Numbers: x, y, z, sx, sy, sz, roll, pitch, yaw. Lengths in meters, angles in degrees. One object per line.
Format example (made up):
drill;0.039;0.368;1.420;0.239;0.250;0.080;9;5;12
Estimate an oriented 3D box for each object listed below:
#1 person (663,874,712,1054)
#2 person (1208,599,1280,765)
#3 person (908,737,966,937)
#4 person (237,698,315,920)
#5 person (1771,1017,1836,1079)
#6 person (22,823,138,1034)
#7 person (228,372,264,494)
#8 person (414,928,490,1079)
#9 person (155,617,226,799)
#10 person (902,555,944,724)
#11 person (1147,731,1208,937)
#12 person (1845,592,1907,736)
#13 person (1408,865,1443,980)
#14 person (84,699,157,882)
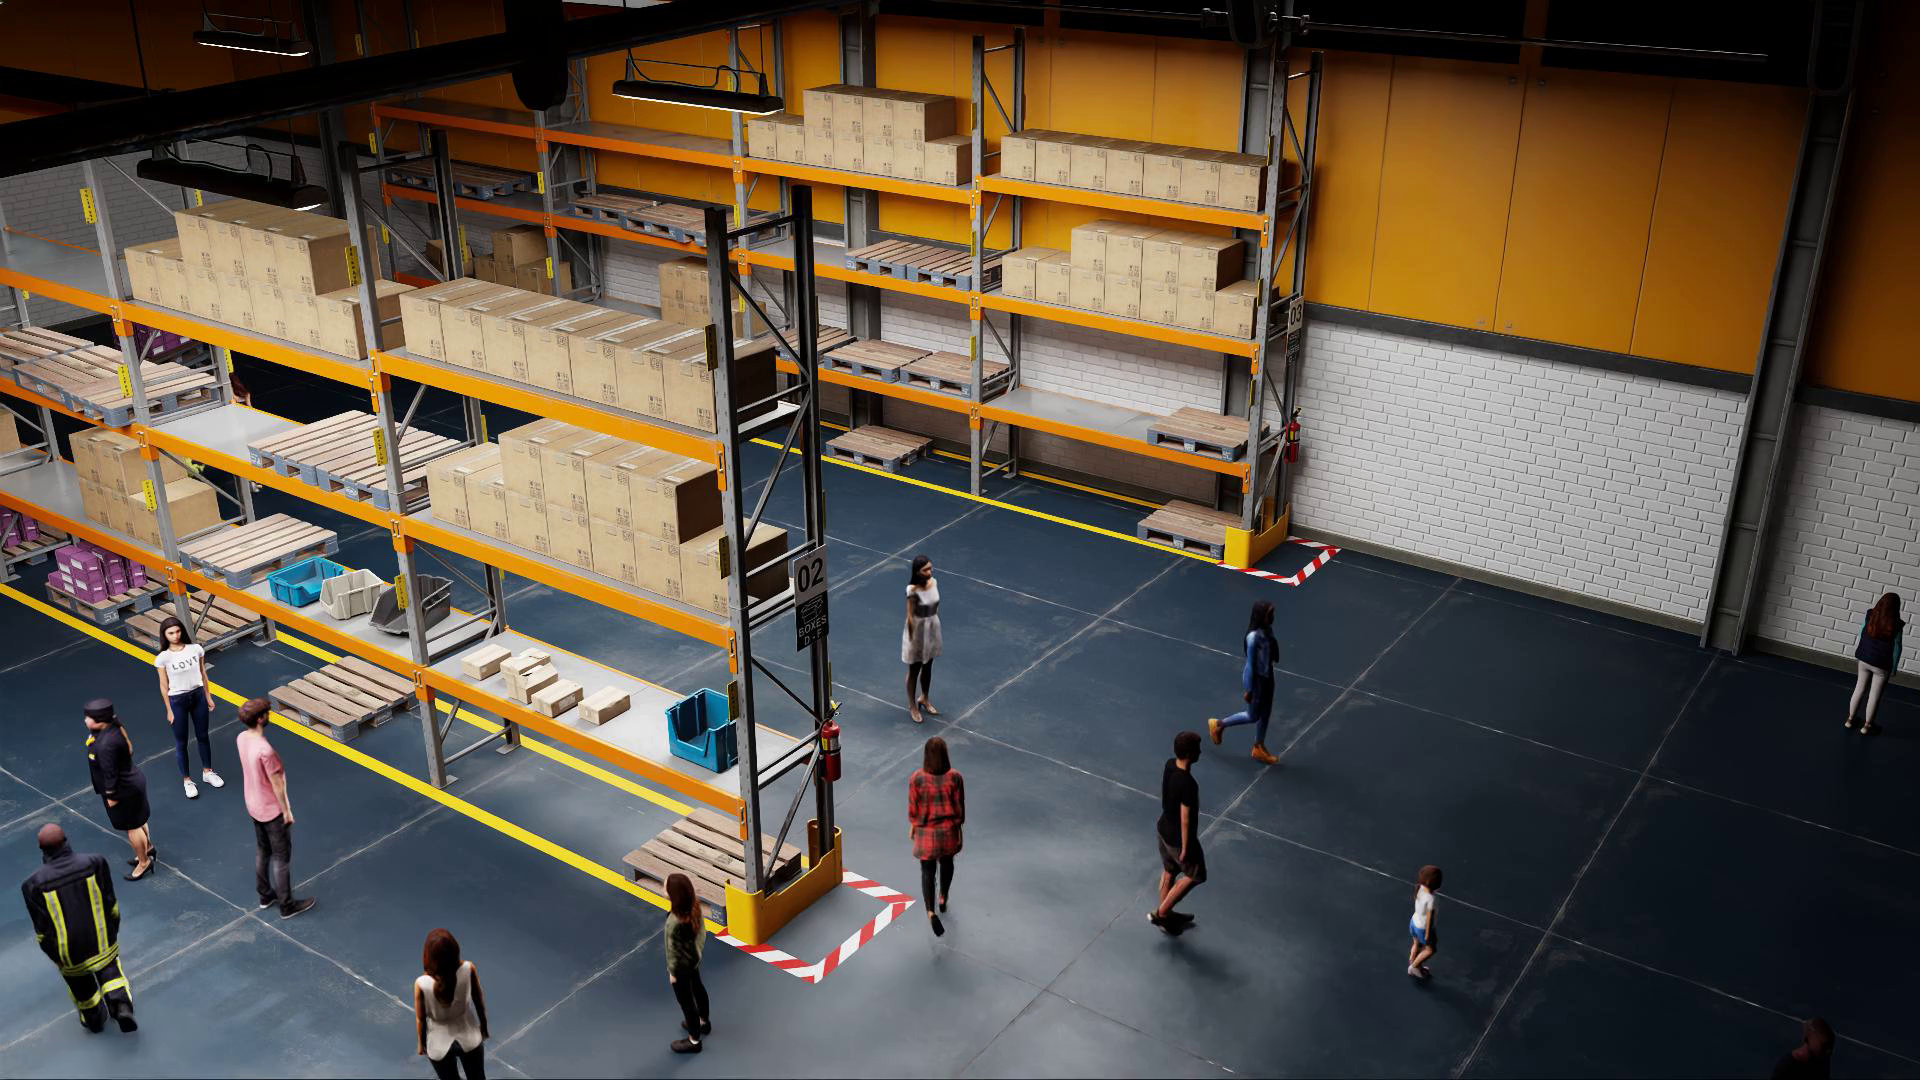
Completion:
person;-2.008;3.080;12.216;0.627;1.474;0.642;4;24;9
person;2.768;1.339;15.921;0.949;1.696;0.663;12;26;26
person;-0.180;2.424;13.463;1.048;1.677;1.045;0;24;-1
person;-5.696;2.192;13.647;0.494;1.955;0.665;17;29;33
person;5.191;3.701;10.452;0.677;1.749;0.687;-11;26;-24
person;-6.448;2.898;12.217;0.885;1.806;1.059;-18;29;-35
person;-9.686;-1.482;22.309;0.730;1.749;0.755;-14;27;-29
person;-3.360;3.397;11.122;0.839;1.770;0.991;-12;26;-26
person;-7.161;1.523;15.404;0.563;1.775;0.614;20;31;39
person;-0.375;0.971;16.665;0.677;1.774;0.684;21;31;40
person;1.673;2.365;13.381;0.879;1.851;0.812;-7;25;-17
person;9.075;1.203;16.476;0.727;1.501;0.638;-13;27;-28
person;3.584;2.988;12.998;0.545;1.016;0.499;-1;24;-3
person;-7.148;2.112;14.189;0.863;1.668;0.766;-9;25;-19
